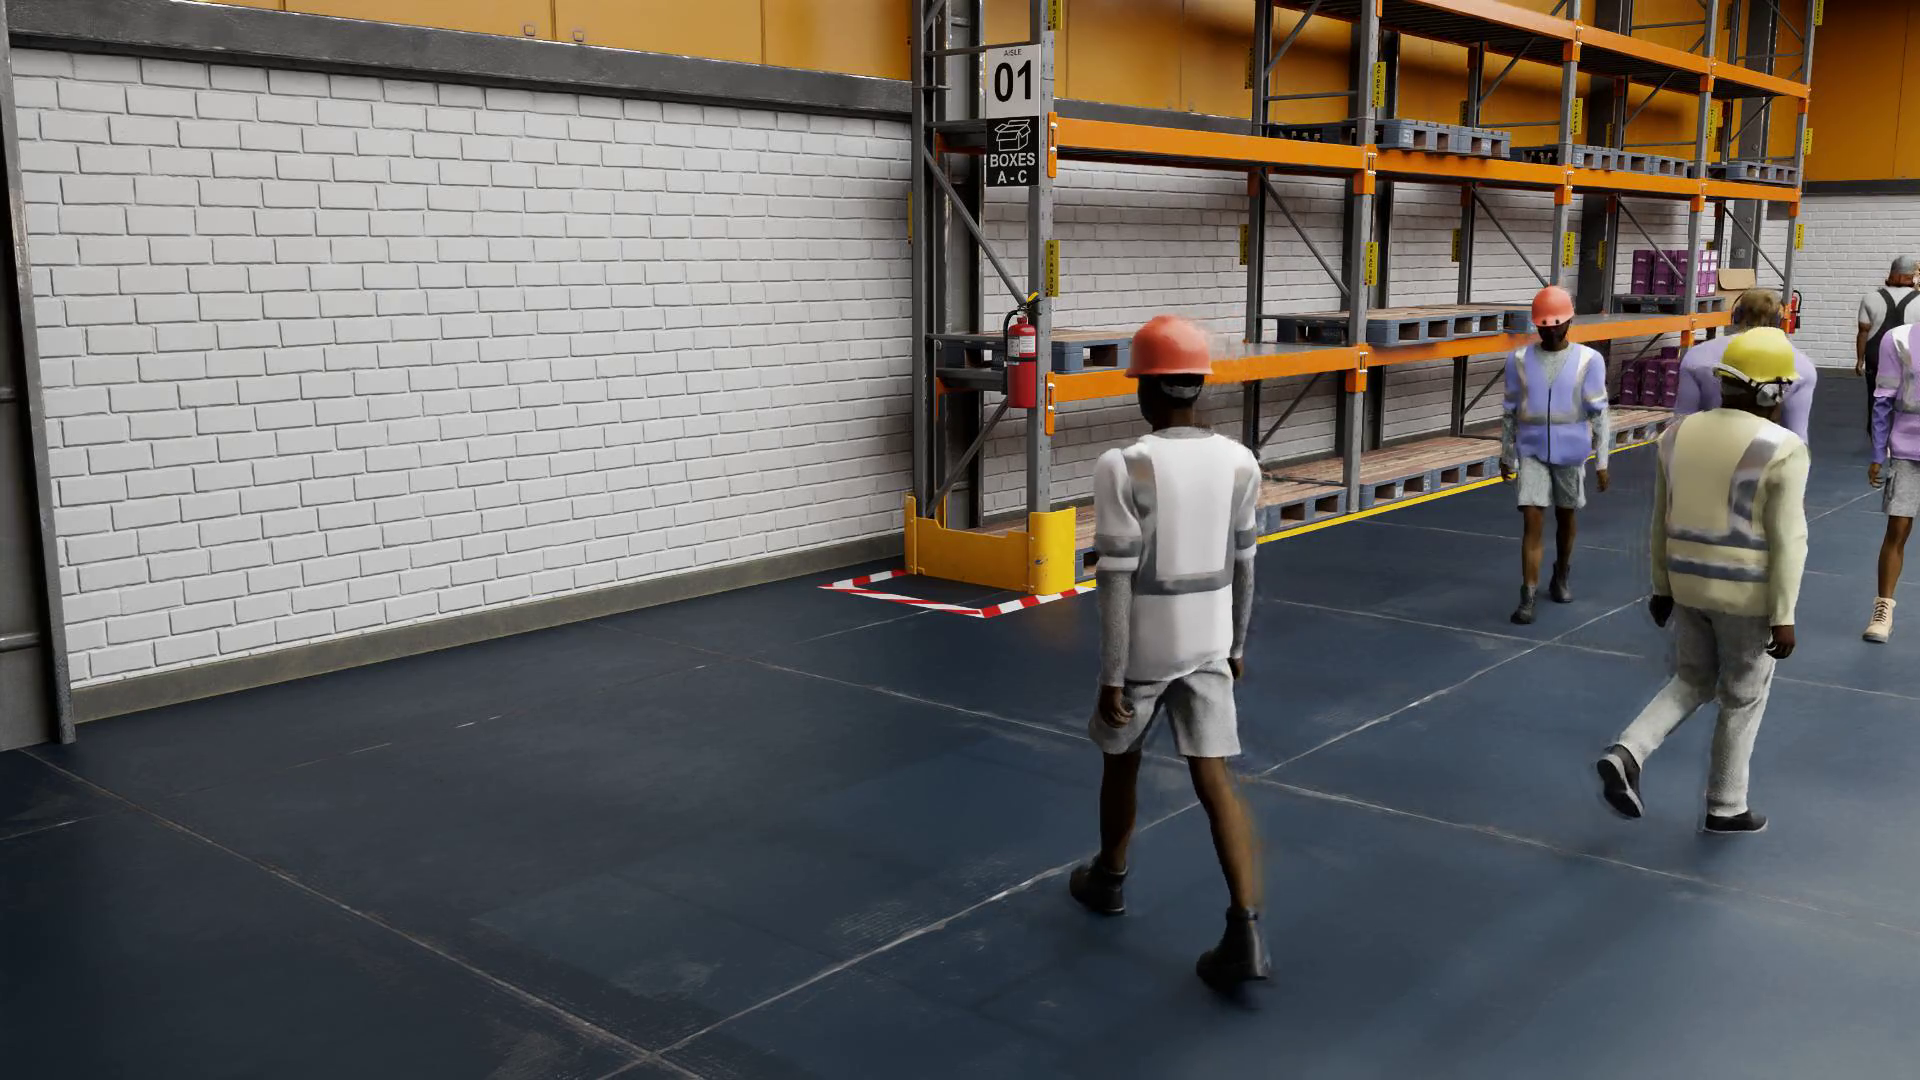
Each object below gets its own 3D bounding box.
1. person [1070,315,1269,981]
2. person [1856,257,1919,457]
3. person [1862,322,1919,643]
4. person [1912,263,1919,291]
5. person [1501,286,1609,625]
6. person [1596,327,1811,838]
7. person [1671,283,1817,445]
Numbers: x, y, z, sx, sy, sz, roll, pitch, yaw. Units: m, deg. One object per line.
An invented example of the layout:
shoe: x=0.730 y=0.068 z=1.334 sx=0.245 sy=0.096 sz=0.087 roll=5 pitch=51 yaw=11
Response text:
person: x=0.636 y=0.299 z=4.824 sx=0.562 sy=1.892 sz=0.998 roll=-4 pitch=11 yaw=-22
person: x=9.461 y=-1.883 z=16.801 sx=0.696 sy=2.000 sz=1.020 roll=7 pitch=12 yaw=34
person: x=5.060 y=-0.449 z=8.632 sx=0.610 sy=2.043 sz=0.397 roll=6 pitch=11 yaw=30
person: x=11.341 y=-2.353 z=19.897 sx=0.655 sy=1.888 sz=0.985 roll=6 pitch=12 yaw=31
person: x=3.379 y=-0.499 z=9.449 sx=0.591 sy=1.875 sz=1.037 roll=5 pitch=11 yaw=25
person: x=2.598 y=0.175 z=5.754 sx=0.574 sy=1.811 sz=0.596 roll=-4 pitch=11 yaw=-23
person: x=3.899 y=-0.326 z=8.327 sx=0.644 sy=1.910 sz=0.811 roll=3 pitch=10 yaw=18
